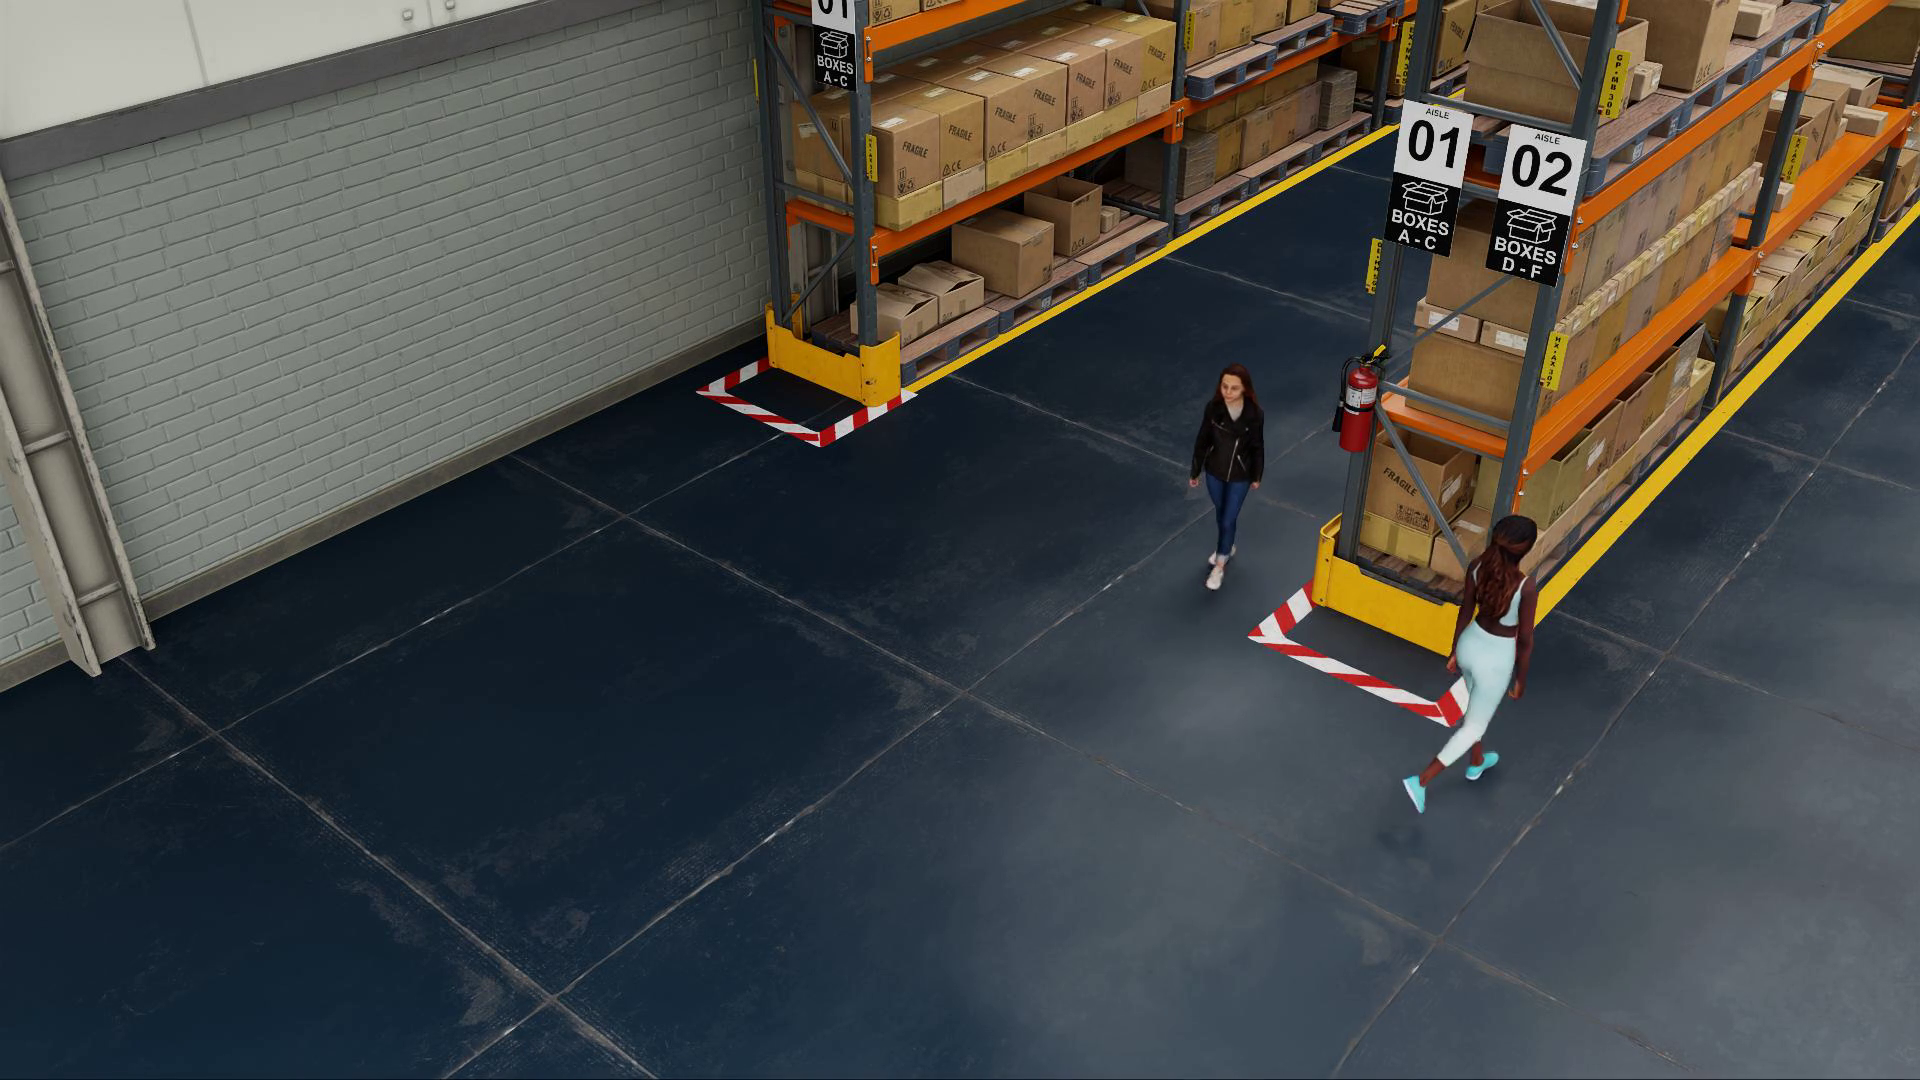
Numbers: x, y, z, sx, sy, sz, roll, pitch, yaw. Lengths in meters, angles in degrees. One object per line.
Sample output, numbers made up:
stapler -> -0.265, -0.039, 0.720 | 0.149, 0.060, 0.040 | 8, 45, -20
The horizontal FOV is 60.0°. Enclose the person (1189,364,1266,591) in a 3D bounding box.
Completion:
person -> 1.712, -0.469, 10.426 | 0.650, 1.460, 0.831 | 18, 37, 25

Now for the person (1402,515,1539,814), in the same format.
person -> 2.615, 0.662, 8.467 | 1.124, 1.699, 0.722 | -22, 39, -30
